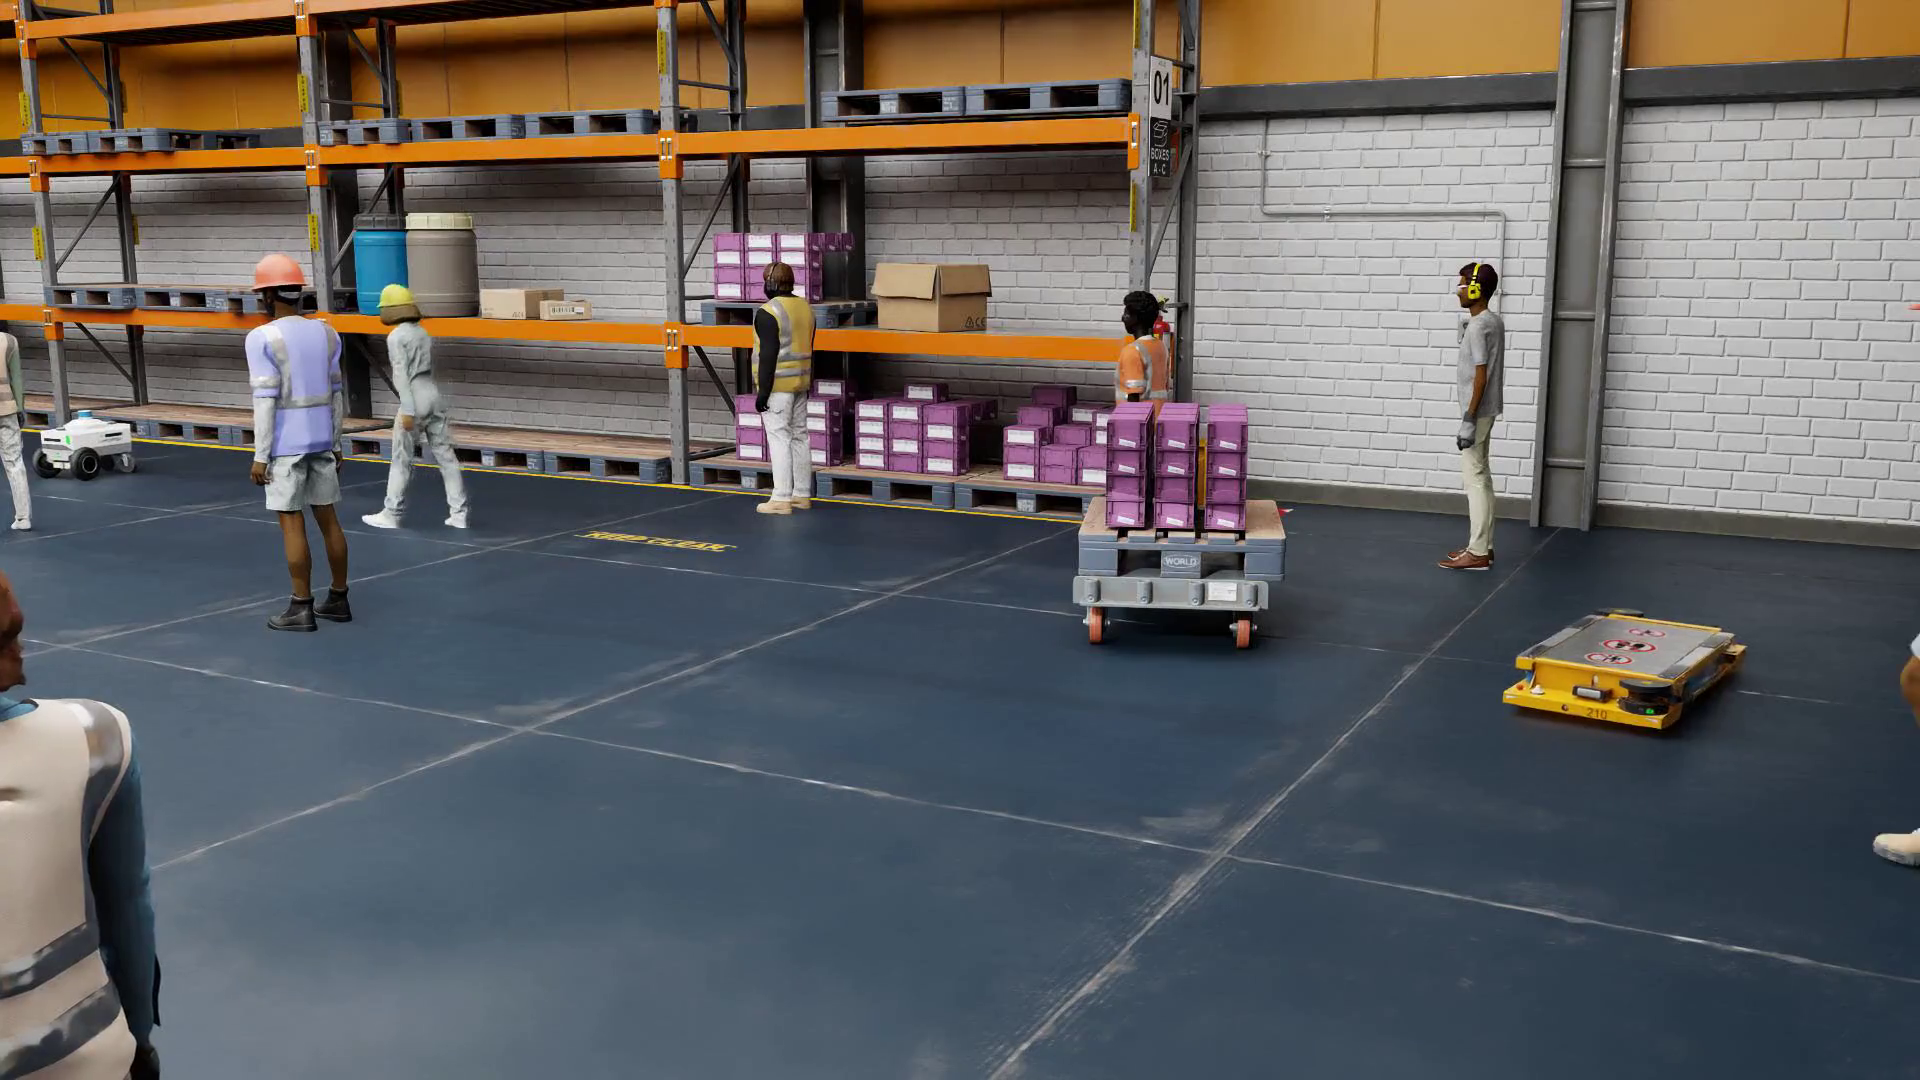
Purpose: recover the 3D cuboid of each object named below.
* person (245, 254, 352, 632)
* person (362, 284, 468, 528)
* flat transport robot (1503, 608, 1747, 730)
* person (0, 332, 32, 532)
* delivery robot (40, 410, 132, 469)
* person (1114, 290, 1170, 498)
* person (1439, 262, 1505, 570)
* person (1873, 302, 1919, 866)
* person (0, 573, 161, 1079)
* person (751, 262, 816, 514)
[{"bbox_3d":[-3.435,-0.495,8.575,0.377,1.932,0.552,5,12,27],"label":"person"},{"bbox_3d":[-3.798,-0.914,11.544,0.748,1.689,0.510,3,11,15],"label":"person"},{"bbox_3d":[2.999,0.547,7.426,0.652,0.197,1.431,8,13,37],"label":"flat transport robot"},{"bbox_3d":[-6.587,-0.838,11.271,0.310,1.638,0.523,5,12,27],"label":"person"},{"bbox_3d":[-7.394,-0.857,14.087,0.477,0.478,0.707,4,11,19],"label":"delivery robot"},{"bbox_3d":[1.113,-0.678,10.235,0.317,1.695,0.540,5,12,27],"label":"person"},{"bbox_3d":[3.142,-0.748,10.145,0.309,1.868,0.535,5,12,27],"label":"person"},{"bbox_3d":[3.142,0.121,5.029,0.678,1.998,0.607,5,11,26],"label":"person"},{"bbox_3d":[-1.345,0.795,2.320,0.310,1.636,0.523,5,12,27],"label":"person"},{"bbox_3d":[-1.311,-1.114,12.226,0.429,1.841,0.634,5,12,27],"label":"person"}]
